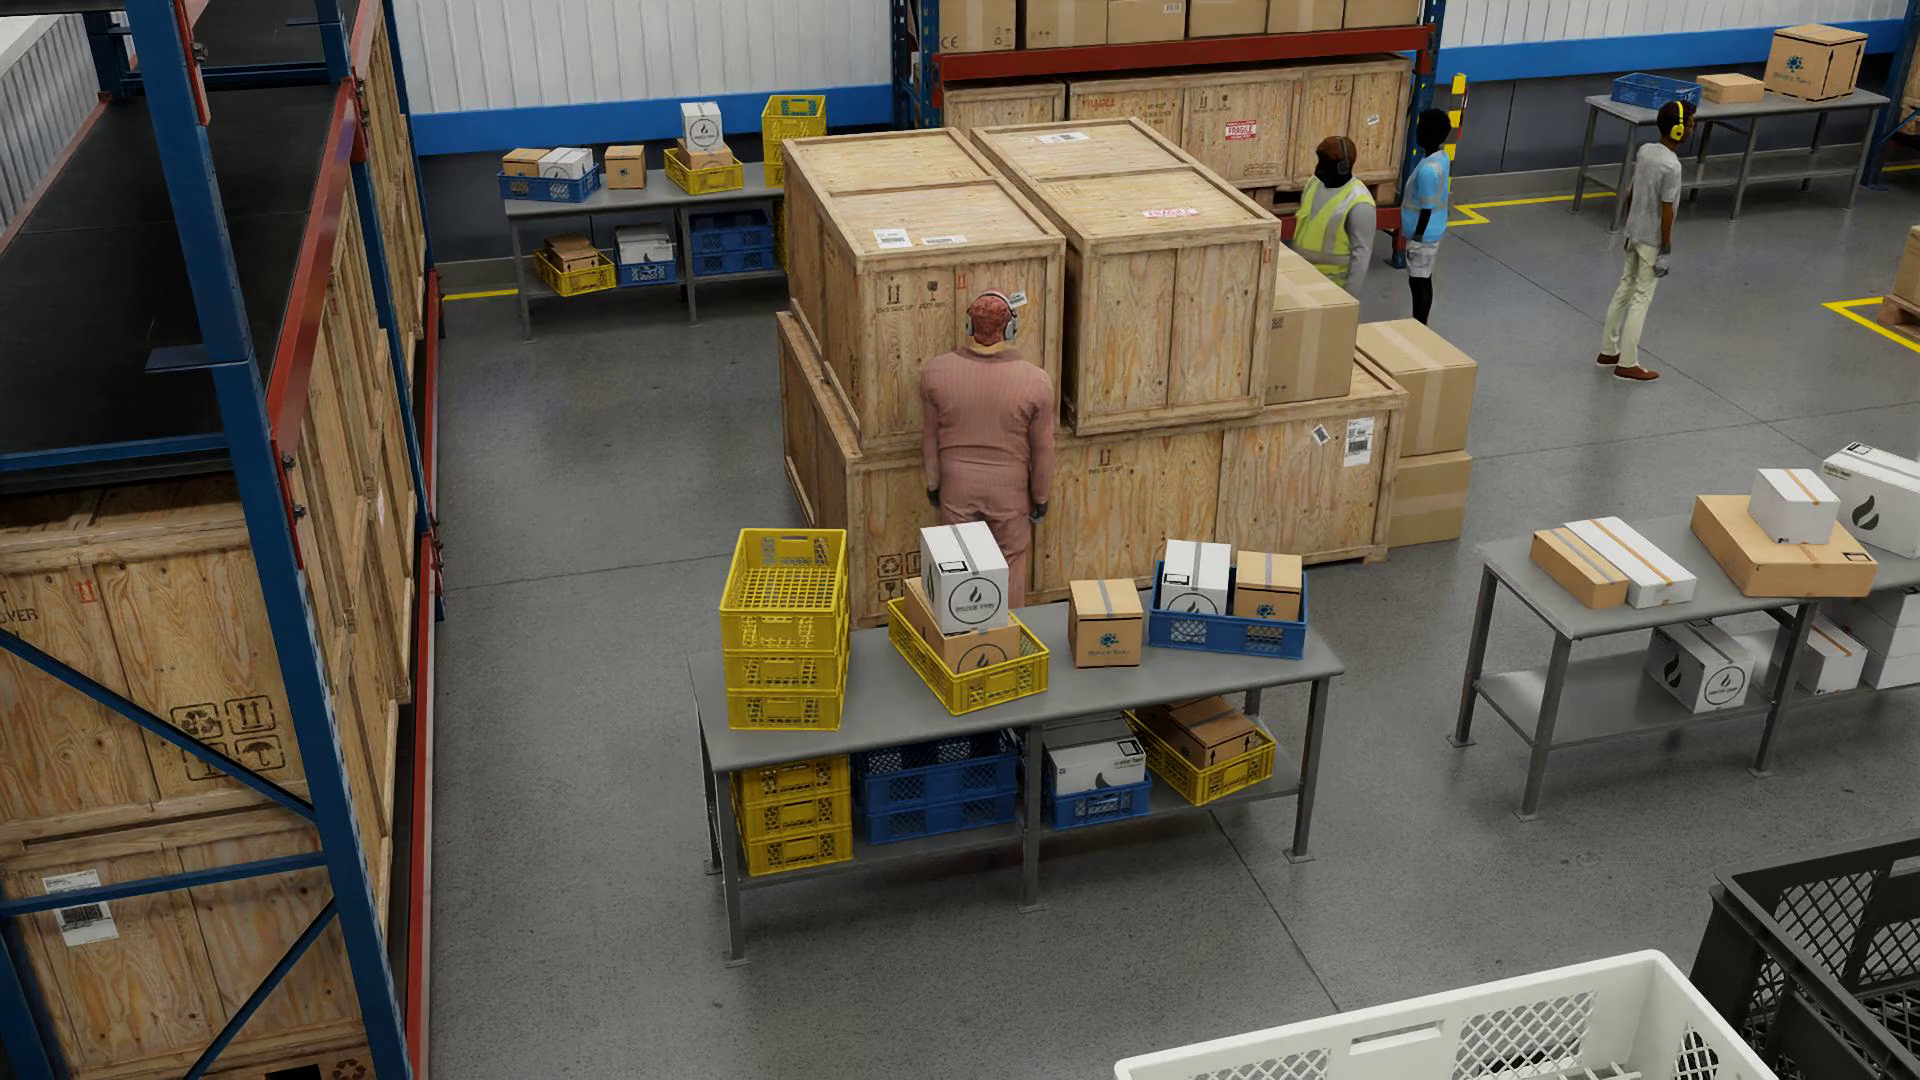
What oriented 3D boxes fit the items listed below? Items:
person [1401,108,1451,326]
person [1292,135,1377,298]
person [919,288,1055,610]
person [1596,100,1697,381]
[{"bbox_3d":[3.184,-2.124,11.474,0.317,1.695,0.540,11,31,19],"label":"person"},{"bbox_3d":[2.278,-1.612,10.397,0.430,1.844,0.624,-12,31,-20],"label":"person"},{"bbox_3d":[0.136,-0.282,7.933,0.636,1.900,0.401,6,29,10],"label":"person"},{"bbox_3d":[4.581,-1.983,11.043,0.325,1.871,0.521,-4,29,-7],"label":"person"}]
